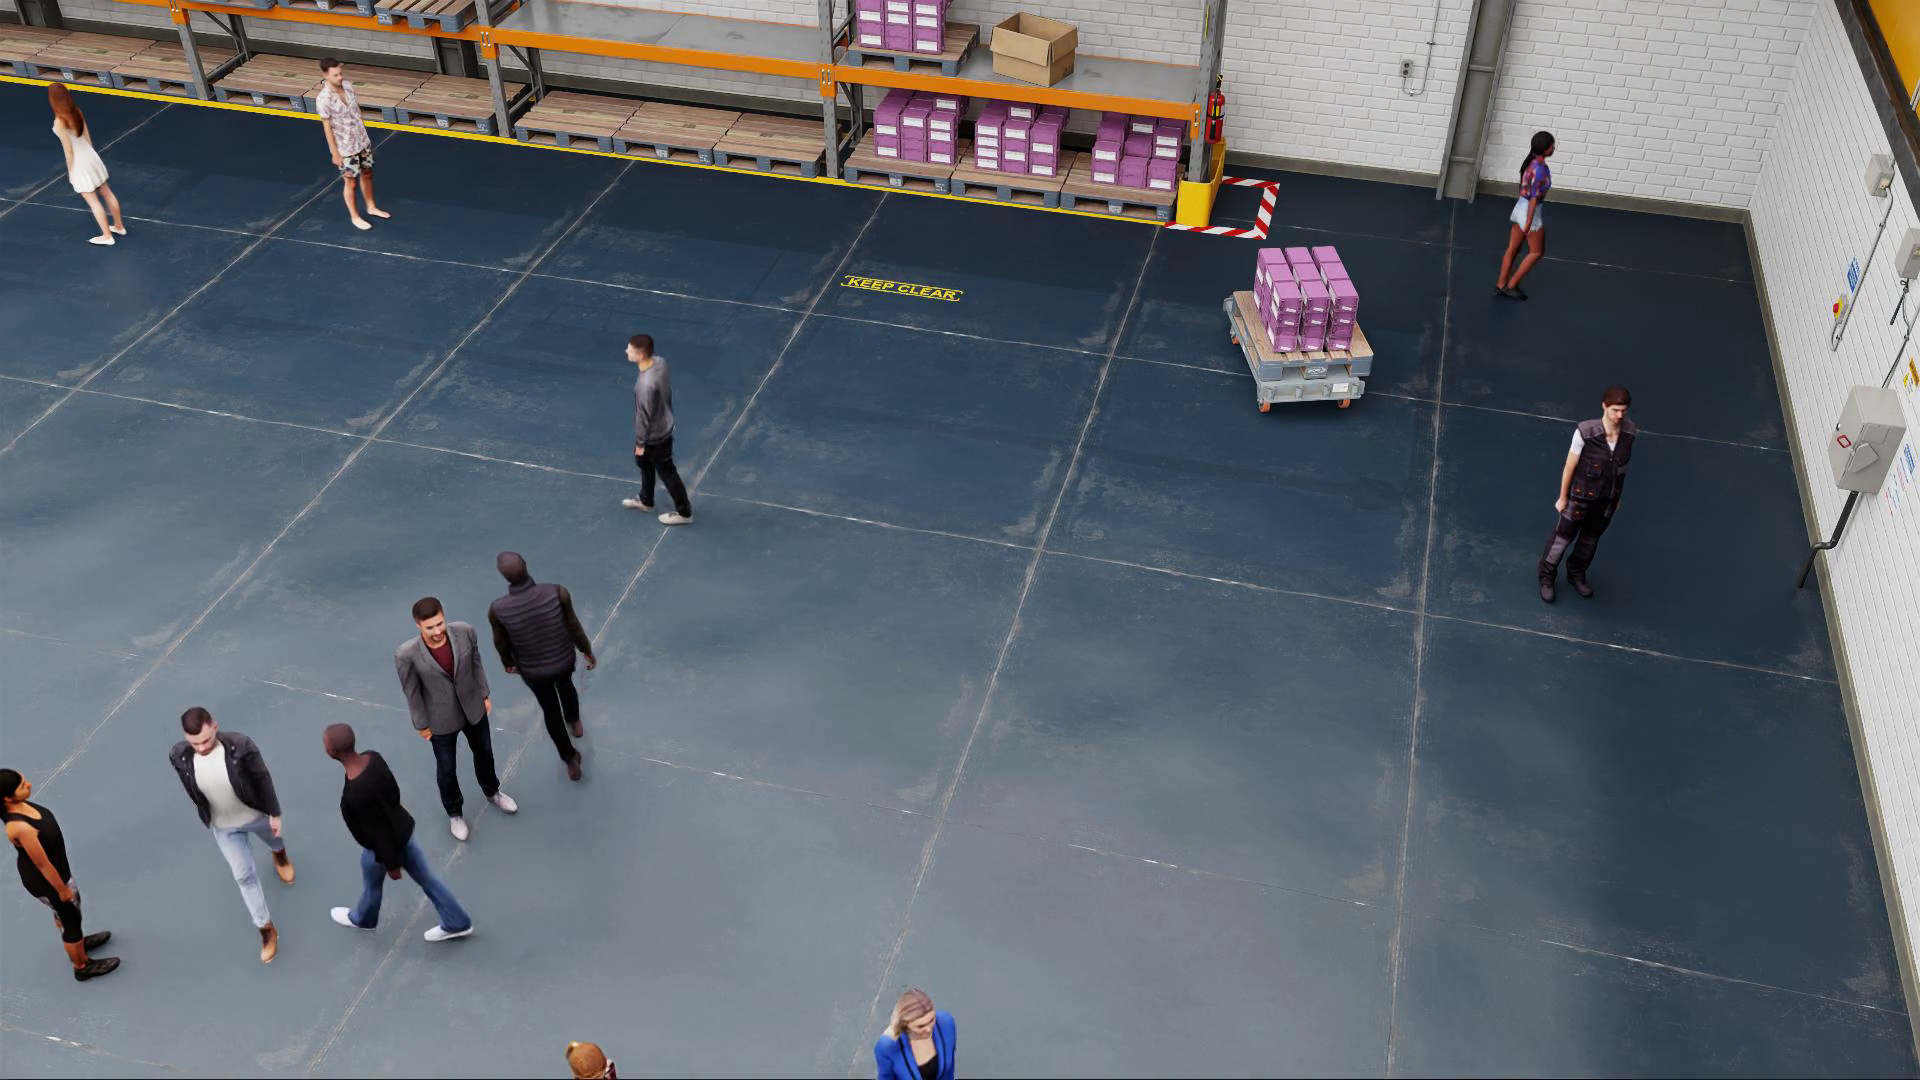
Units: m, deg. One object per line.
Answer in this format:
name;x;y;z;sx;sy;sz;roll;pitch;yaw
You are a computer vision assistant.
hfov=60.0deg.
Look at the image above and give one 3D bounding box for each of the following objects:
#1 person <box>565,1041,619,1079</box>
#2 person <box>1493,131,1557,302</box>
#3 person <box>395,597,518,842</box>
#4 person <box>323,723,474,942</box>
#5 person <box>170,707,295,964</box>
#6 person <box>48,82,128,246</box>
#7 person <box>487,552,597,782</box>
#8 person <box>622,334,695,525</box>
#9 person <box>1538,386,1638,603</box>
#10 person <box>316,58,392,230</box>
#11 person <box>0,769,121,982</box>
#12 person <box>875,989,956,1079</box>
person;-1.869;3.022;8.600;0.589;1.306;0.581;20;43;23
person;5.334;-3.097;15.918;0.649;1.735;0.648;1;39;2
person;-3.217;1.089;10.566;0.782;1.874;0.802;-28;46;-30
person;-3.288;1.798;9.828;1.144;1.687;0.752;-1;39;-2
person;-4.329;1.579;10.021;1.201;1.788;1.128;-12;40;-14
person;-8.867;-3.820;16.843;0.523;1.712;0.549;8;39;10
person;-2.706;0.875;10.893;1.046;1.800;1.093;-12;40;-14
person;-2.307;-0.852;13.101;0.898;1.743;0.726;2;39;3
person;4.695;-0.358;12.397;0.653;1.849;0.792;-5;39;-7
person;-6.309;-4.108;17.123;0.627;1.811;0.708;16;41;19
person;-5.325;1.928;9.685;0.717;1.662;0.634;-25;45;-28
person;-0.275;2.806;8.564;0.768;1.688;0.833;-17;42;-20
